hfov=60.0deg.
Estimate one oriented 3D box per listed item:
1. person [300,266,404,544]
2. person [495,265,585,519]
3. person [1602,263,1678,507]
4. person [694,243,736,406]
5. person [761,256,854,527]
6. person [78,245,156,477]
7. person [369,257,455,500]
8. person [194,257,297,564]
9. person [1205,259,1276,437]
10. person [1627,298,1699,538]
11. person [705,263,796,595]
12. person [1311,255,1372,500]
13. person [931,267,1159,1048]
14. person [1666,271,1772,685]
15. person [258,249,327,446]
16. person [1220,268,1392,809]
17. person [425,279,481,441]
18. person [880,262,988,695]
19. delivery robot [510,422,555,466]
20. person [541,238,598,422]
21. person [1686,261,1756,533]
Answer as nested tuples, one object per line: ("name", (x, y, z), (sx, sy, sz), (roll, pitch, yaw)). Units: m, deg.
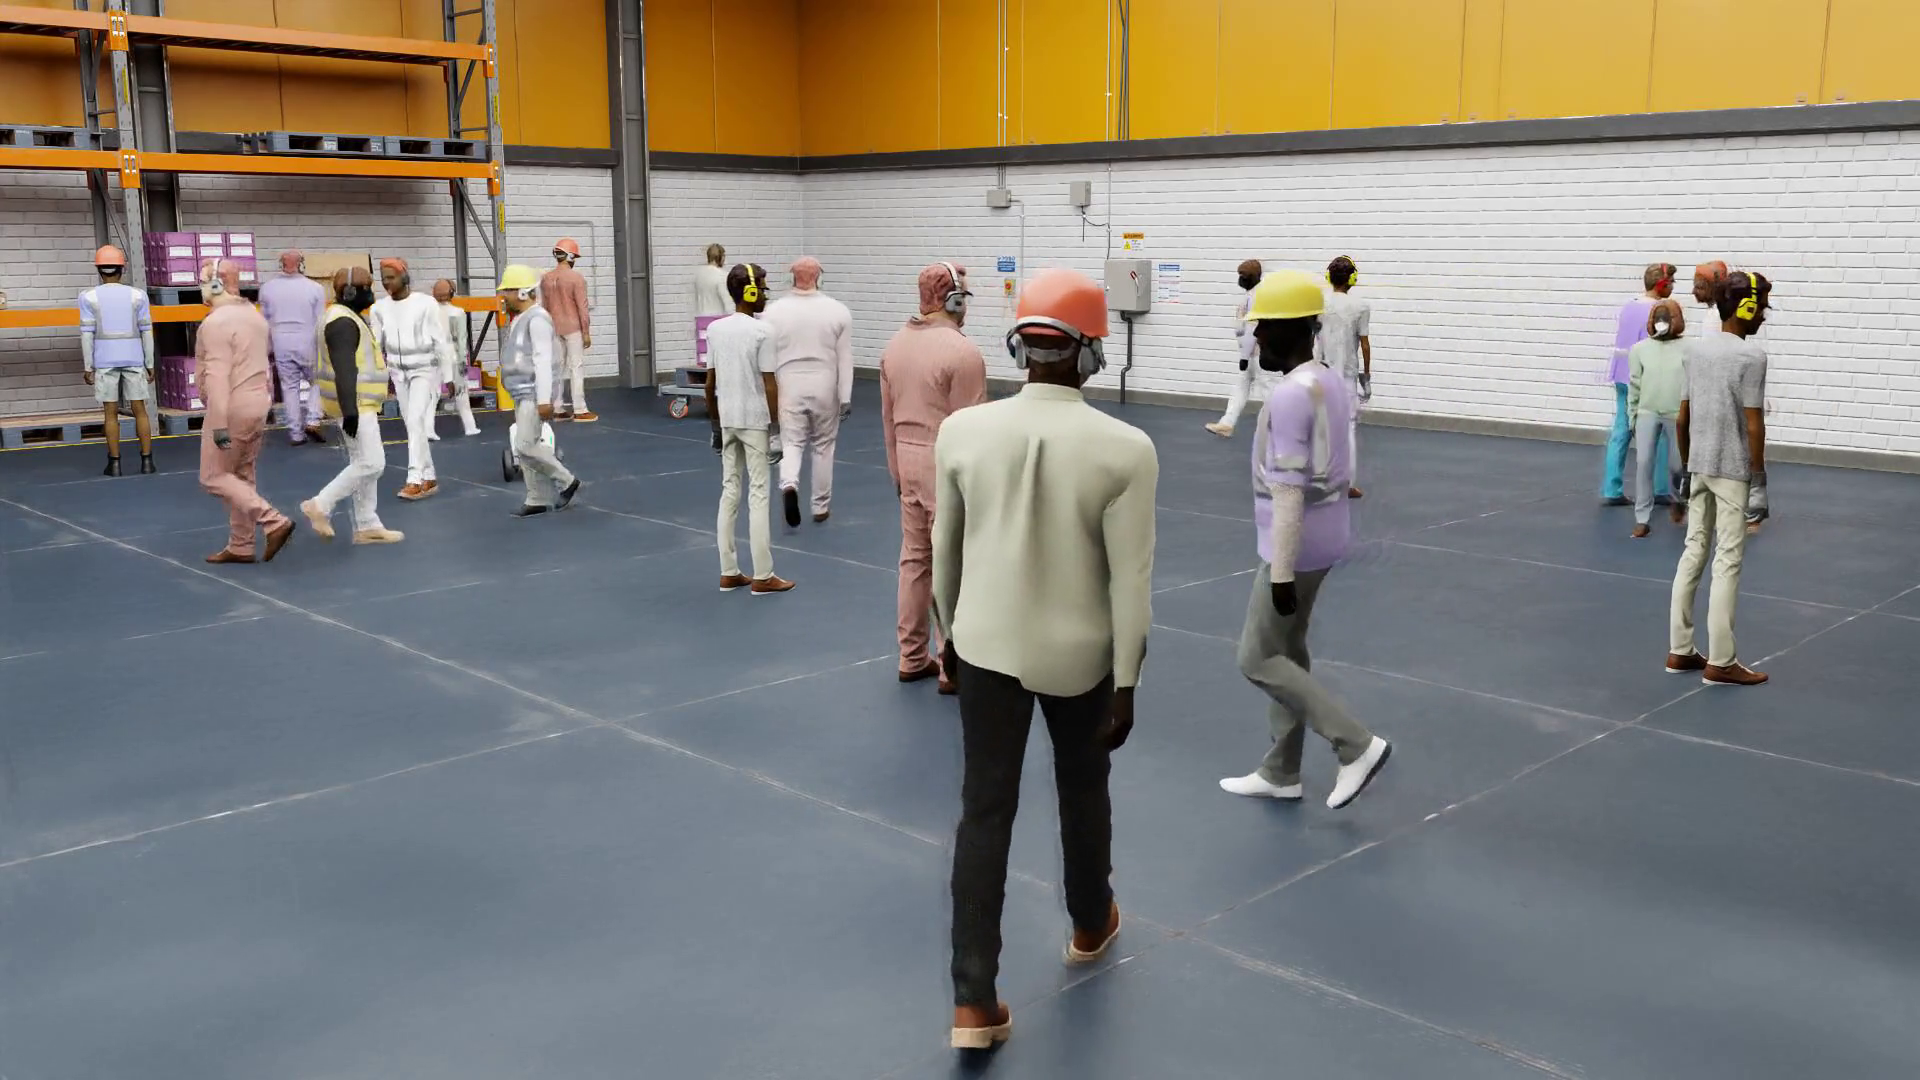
("person", (-3.958, -0.852, 10.769), (0.523, 1.827, 0.643), (-3, 11, -14))
("person", (-3.030, -1.043, 11.843), (0.472, 1.816, 0.608), (-5, 12, -27))
("person", (5.149, -1.139, 12.376), (0.729, 1.816, 0.576), (-3, 11, -17))
("person", (-2.822, -2.564, 19.846), (0.642, 1.918, 0.648), (-7, 13, -34))
("person", (-1.059, -1.018, 11.525), (0.650, 1.886, 0.749), (0, 10, 0))
("person", (-7.104, -1.505, 14.035), (0.552, 1.934, 0.363), (-7, 13, -34))
("person", (-4.263, -1.228, 12.753), (0.609, 1.852, 0.791), (3, 11, 15))
("person", (-4.379, -0.764, 10.117), (0.556, 1.890, 0.651), (0, 10, 2))
("person", (2.855, -1.864, 16.418), (0.881, 1.783, 0.696), (1, 10, 4))
("person", (4.785, -0.835, 11.271), (0.514, 1.610, 0.673), (7, 13, 34))
("person", (-1.210, -0.622, 9.421), (0.512, 1.866, 0.330), (7, 12, 32))
("person", (2.895, -1.234, 12.755), (0.533, 1.866, 0.320), (5, 11, 23))
("person", (0.196, 0.282, 4.288), (0.618, 1.953, 1.014), (3, 11, 15))
("person", (3.466, -0.278, 7.544), (0.326, 1.865, 0.519), (-3, 11, -18))
("person", (-6.388, -1.849, 16.049), (0.644, 1.892, 0.427), (-1, 10, -6))
("person", (1.211, 0.021, 5.790), (0.542, 1.914, 0.596), (5, 11, 25))
("person", (-5.102, -1.785, 16.496), (0.529, 1.595, 0.847), (3, 11, 14))
("person", (-0.067, -0.270, 7.387), (0.409, 1.905, 0.651), (-8, 13, -37))
("delivery robot", (-3.587, -0.844, 13.930), (0.477, 0.478, 0.707), (-4, 11, -16))
("person", (-4.257, -2.272, 18.083), (0.609, 1.986, 0.392), (5, 12, 27))
("person", (5.212, -0.967, 11.325), (0.584, 1.846, 0.595), (7, 12, 33))
